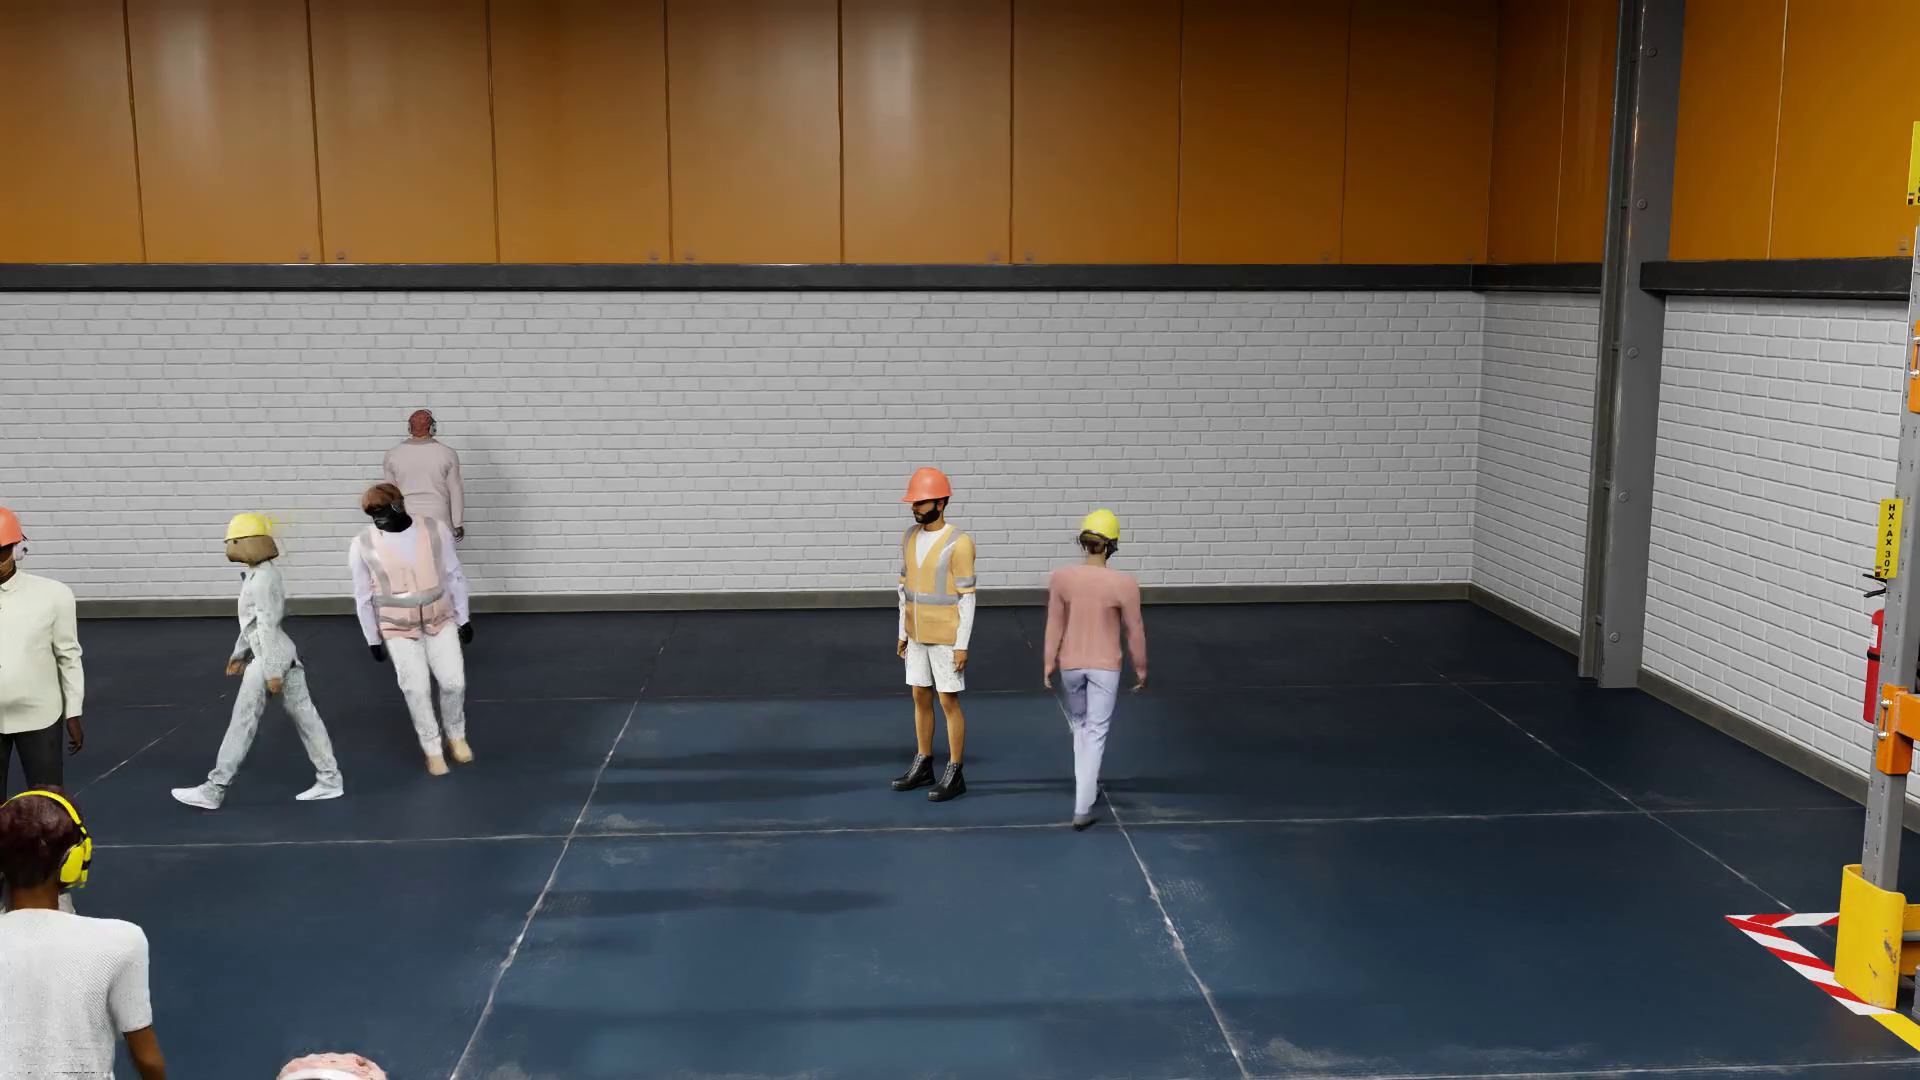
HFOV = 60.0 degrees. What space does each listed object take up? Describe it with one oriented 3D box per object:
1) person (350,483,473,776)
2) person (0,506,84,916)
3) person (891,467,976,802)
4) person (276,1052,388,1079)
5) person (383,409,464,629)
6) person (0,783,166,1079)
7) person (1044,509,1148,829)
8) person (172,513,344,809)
[{"bbox_3d":[-3.309,0.544,10.094,0.676,1.793,0.430,-5,11,-31],"label":"person"},{"bbox_3d":[-4.386,0.823,7.692,0.612,1.994,0.395,-3,10,-20],"label":"person"},{"bbox_3d":[-0.168,0.542,9.637,0.552,1.936,0.358,9,12,43],"label":"person"},{"bbox_3d":[-0.978,1.701,2.629,0.680,1.853,0.874,0,9,-2],"label":"person"},{"bbox_3d":[-4.527,-0.158,14.129,0.644,1.907,0.399,-1,9,-3],"label":"person"},{"bbox_3d":[-2.215,1.485,4.101,0.521,1.812,0.989,-2,9,-15],"label":"person"},{"bbox_3d":[0.782,0.693,9.278,0.548,1.734,0.750,5,10,27],"label":"person"},{"bbox_3d":[-4.008,0.696,9.453,0.944,1.680,0.493,-2,9,-14],"label":"person"}]
